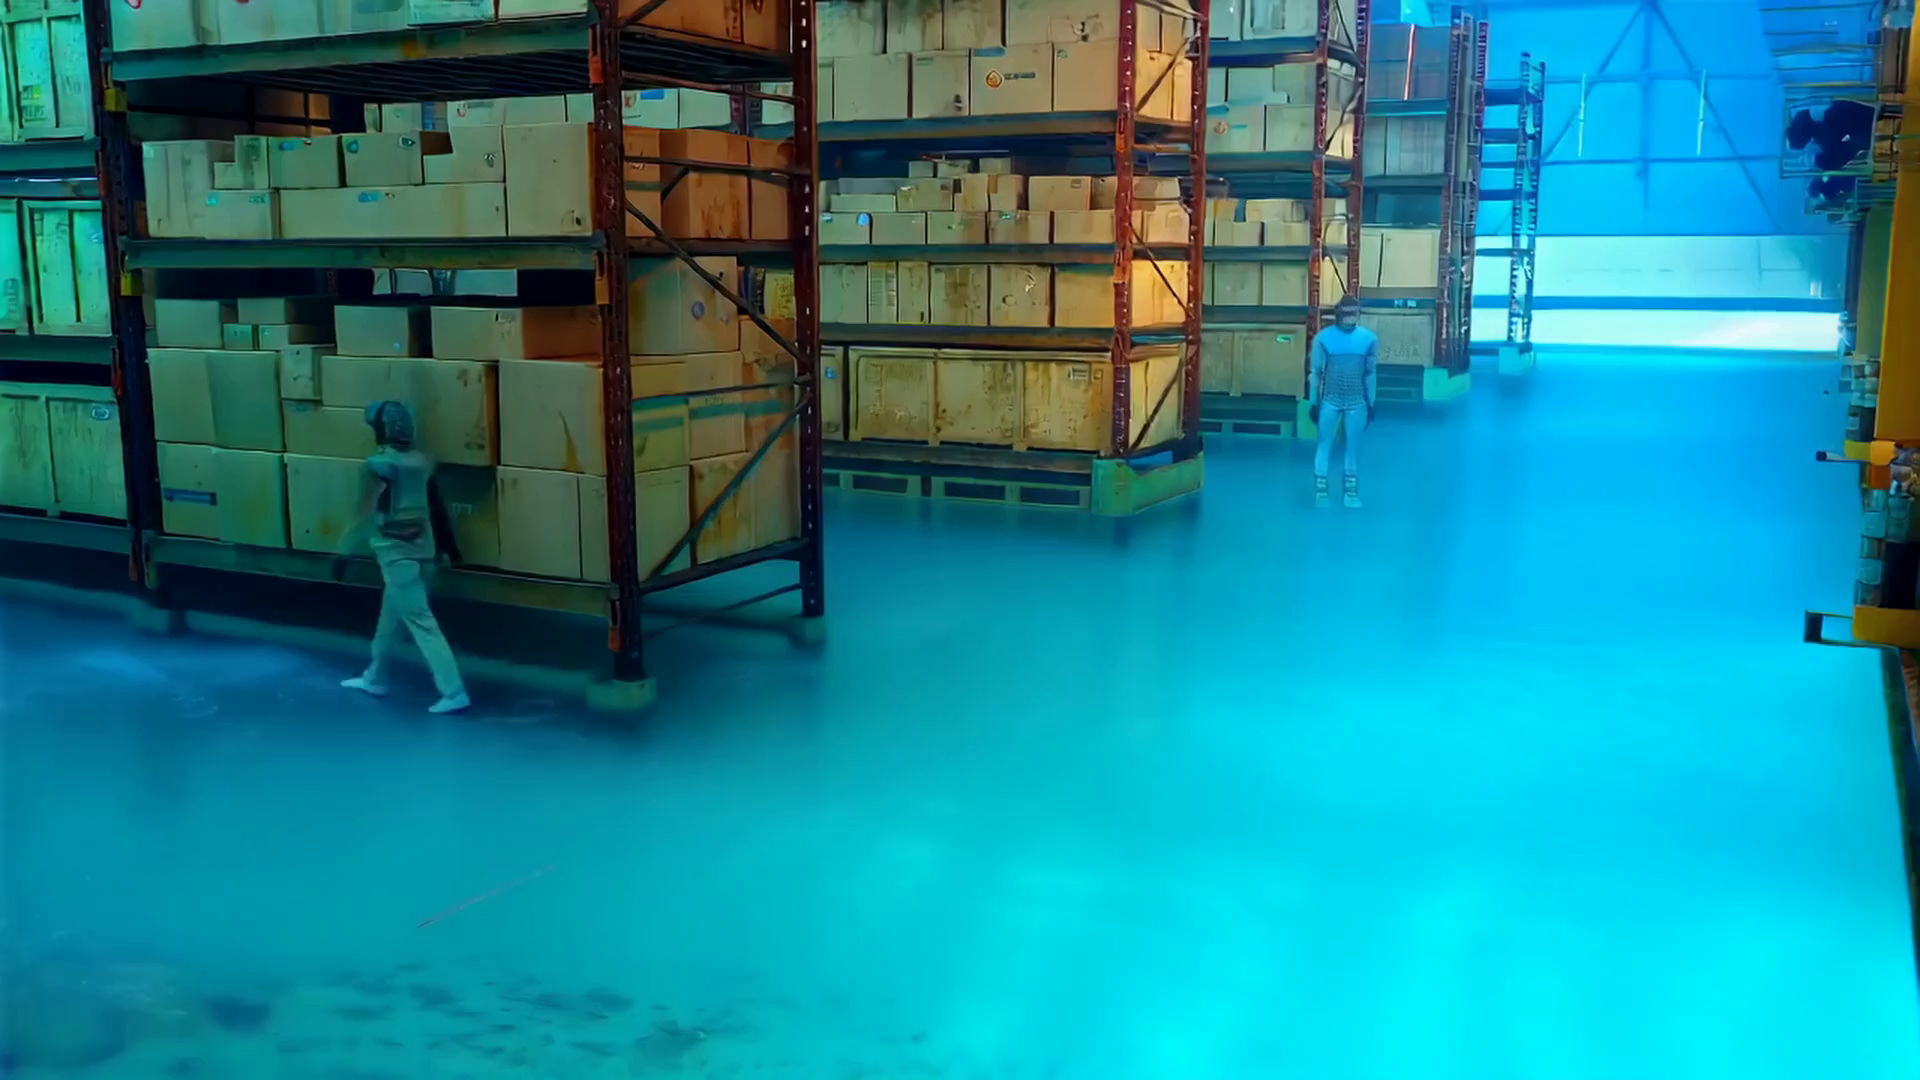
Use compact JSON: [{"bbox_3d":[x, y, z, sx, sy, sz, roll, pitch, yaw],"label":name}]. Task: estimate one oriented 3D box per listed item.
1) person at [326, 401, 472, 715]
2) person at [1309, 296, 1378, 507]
[{"bbox_3d":[-2.845,0.088,8.473,0.889,1.590,0.510,3,10,16],"label":"person"},{"bbox_3d":[3.516,-1.263,15.283,0.637,1.938,0.355,-1,10,-6],"label":"person"}]
